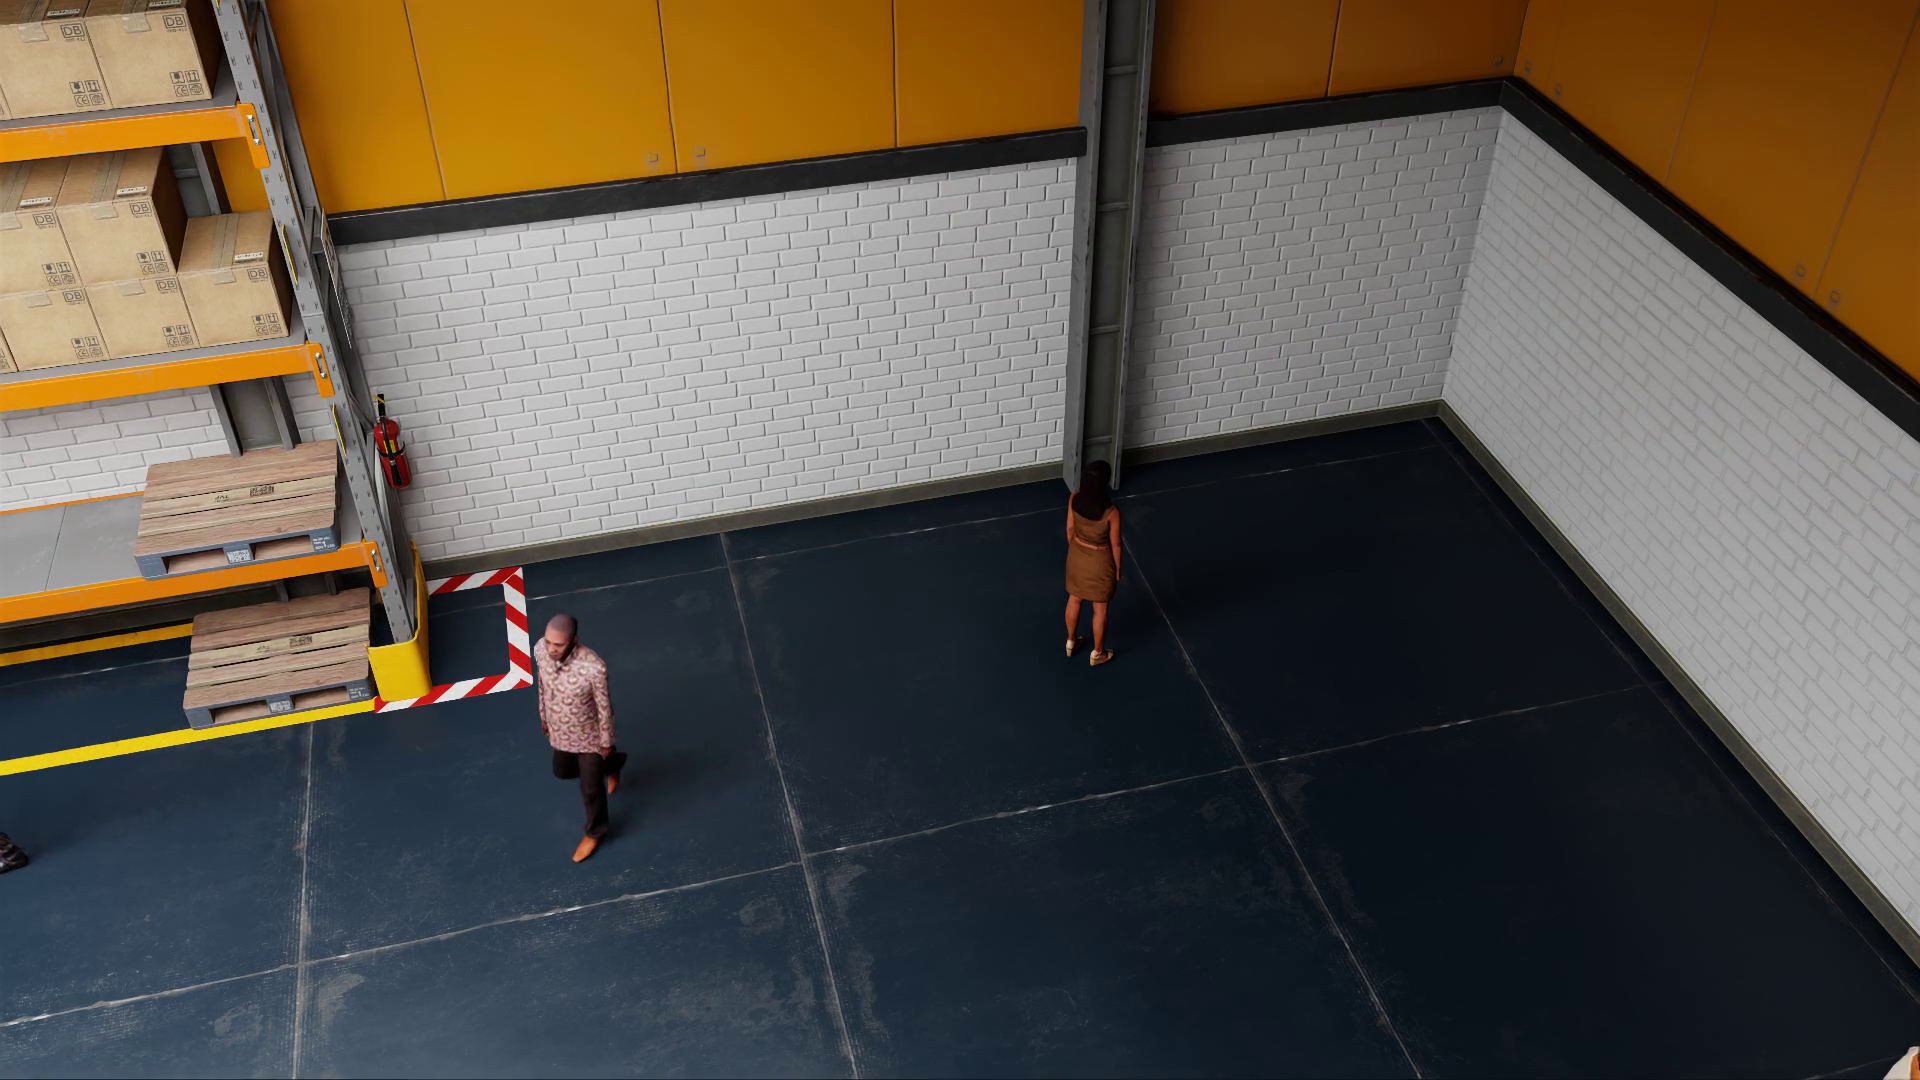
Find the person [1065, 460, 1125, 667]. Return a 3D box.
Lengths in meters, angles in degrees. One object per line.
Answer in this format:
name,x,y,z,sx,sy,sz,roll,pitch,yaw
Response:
person,0.899,0.156,11.328,0.643,1.690,0.689,23,44,26

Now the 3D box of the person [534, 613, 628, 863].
person,-2.269,1.096,10.071,1.026,1.790,1.085,19,42,22
